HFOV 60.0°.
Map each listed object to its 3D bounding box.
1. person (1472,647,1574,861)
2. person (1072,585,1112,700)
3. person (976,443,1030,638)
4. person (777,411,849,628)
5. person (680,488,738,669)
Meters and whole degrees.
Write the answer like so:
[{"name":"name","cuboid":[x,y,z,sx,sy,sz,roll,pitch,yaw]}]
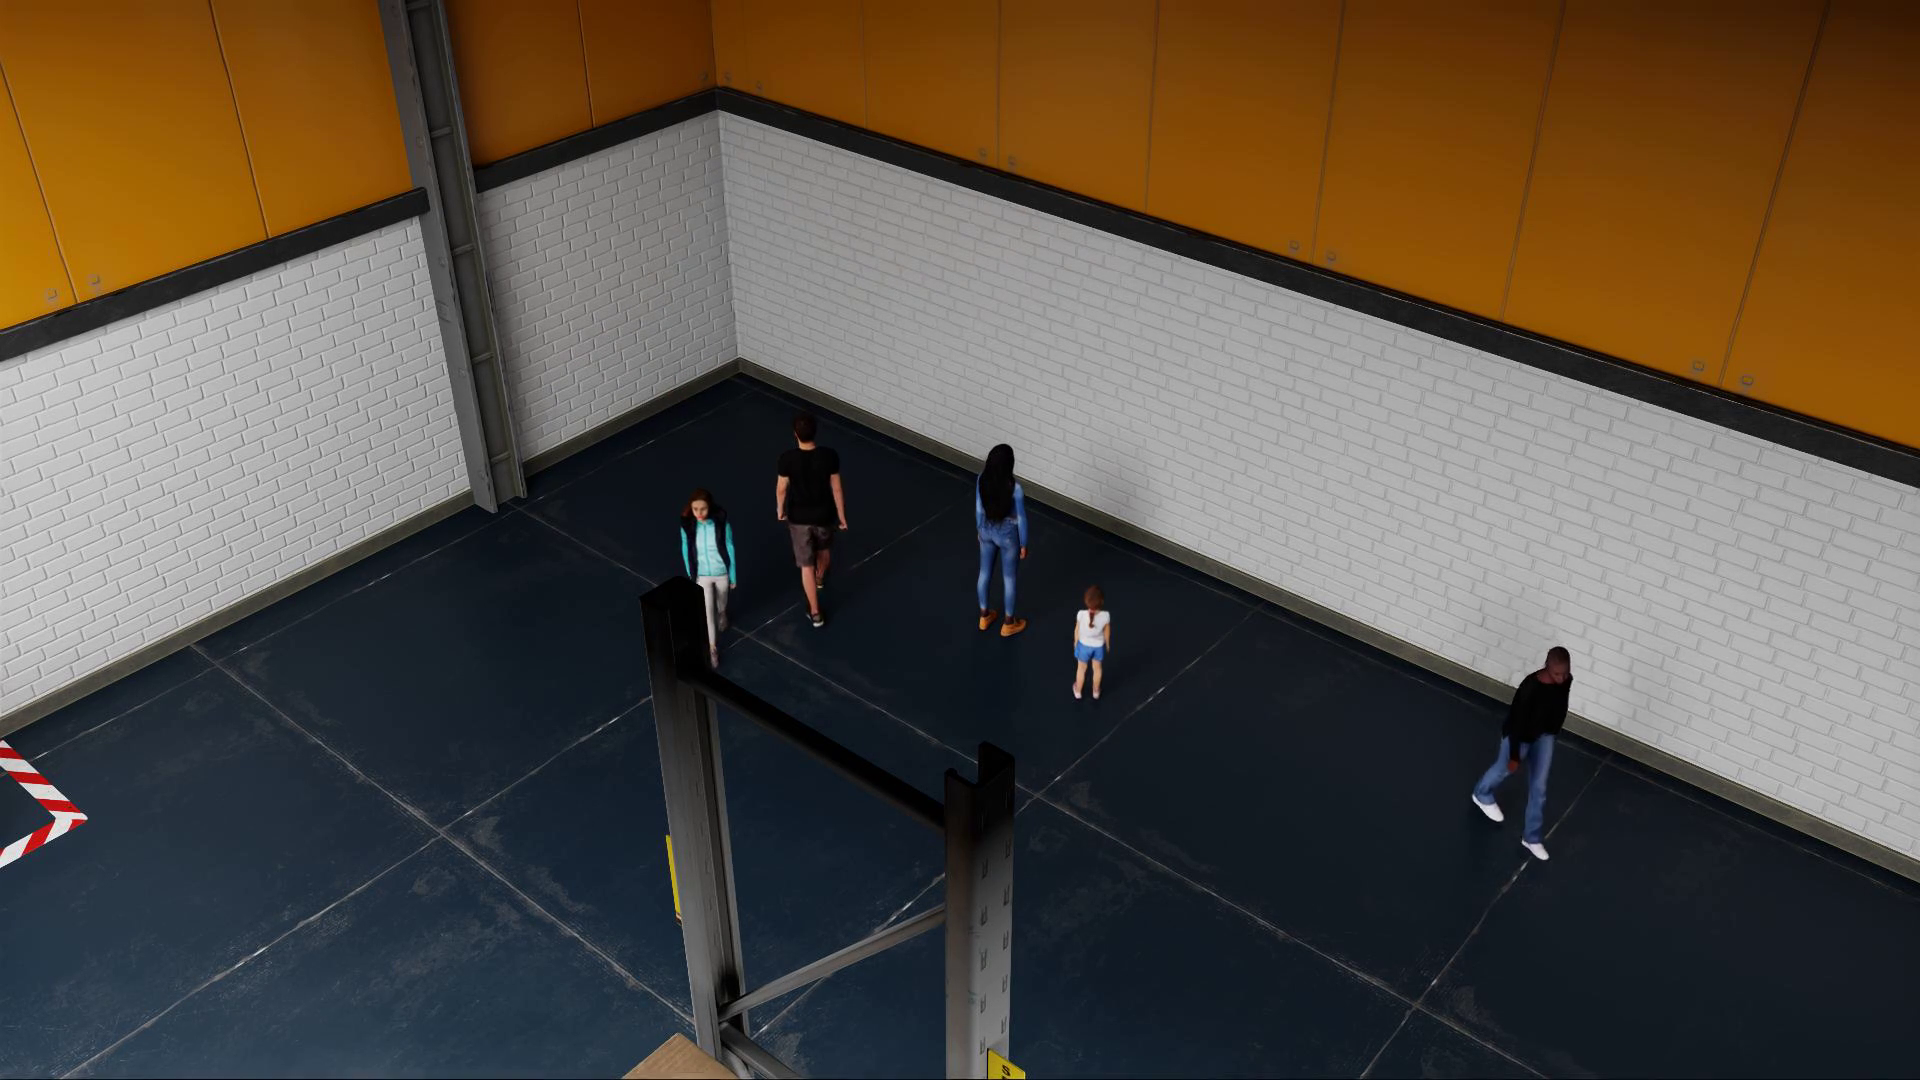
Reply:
[{"name":"person","cuboid":[3.811,1.299,11.301,1.045,1.701,0.983,-15,37,-22]},{"name":"person","cuboid":[1.002,0.780,12.698,0.488,1.019,0.540,1,34,1]},{"name":"person","cuboid":[0.318,-0.011,13.262,0.631,1.712,0.562,20,38,27]},{"name":"person","cuboid":[-1.179,-0.127,13.331,1.134,1.829,1.140,-7,34,-10]},{"name":"person","cuboid":[-1.954,0.203,13.163,0.980,1.465,0.992,-5,34,-8]}]
